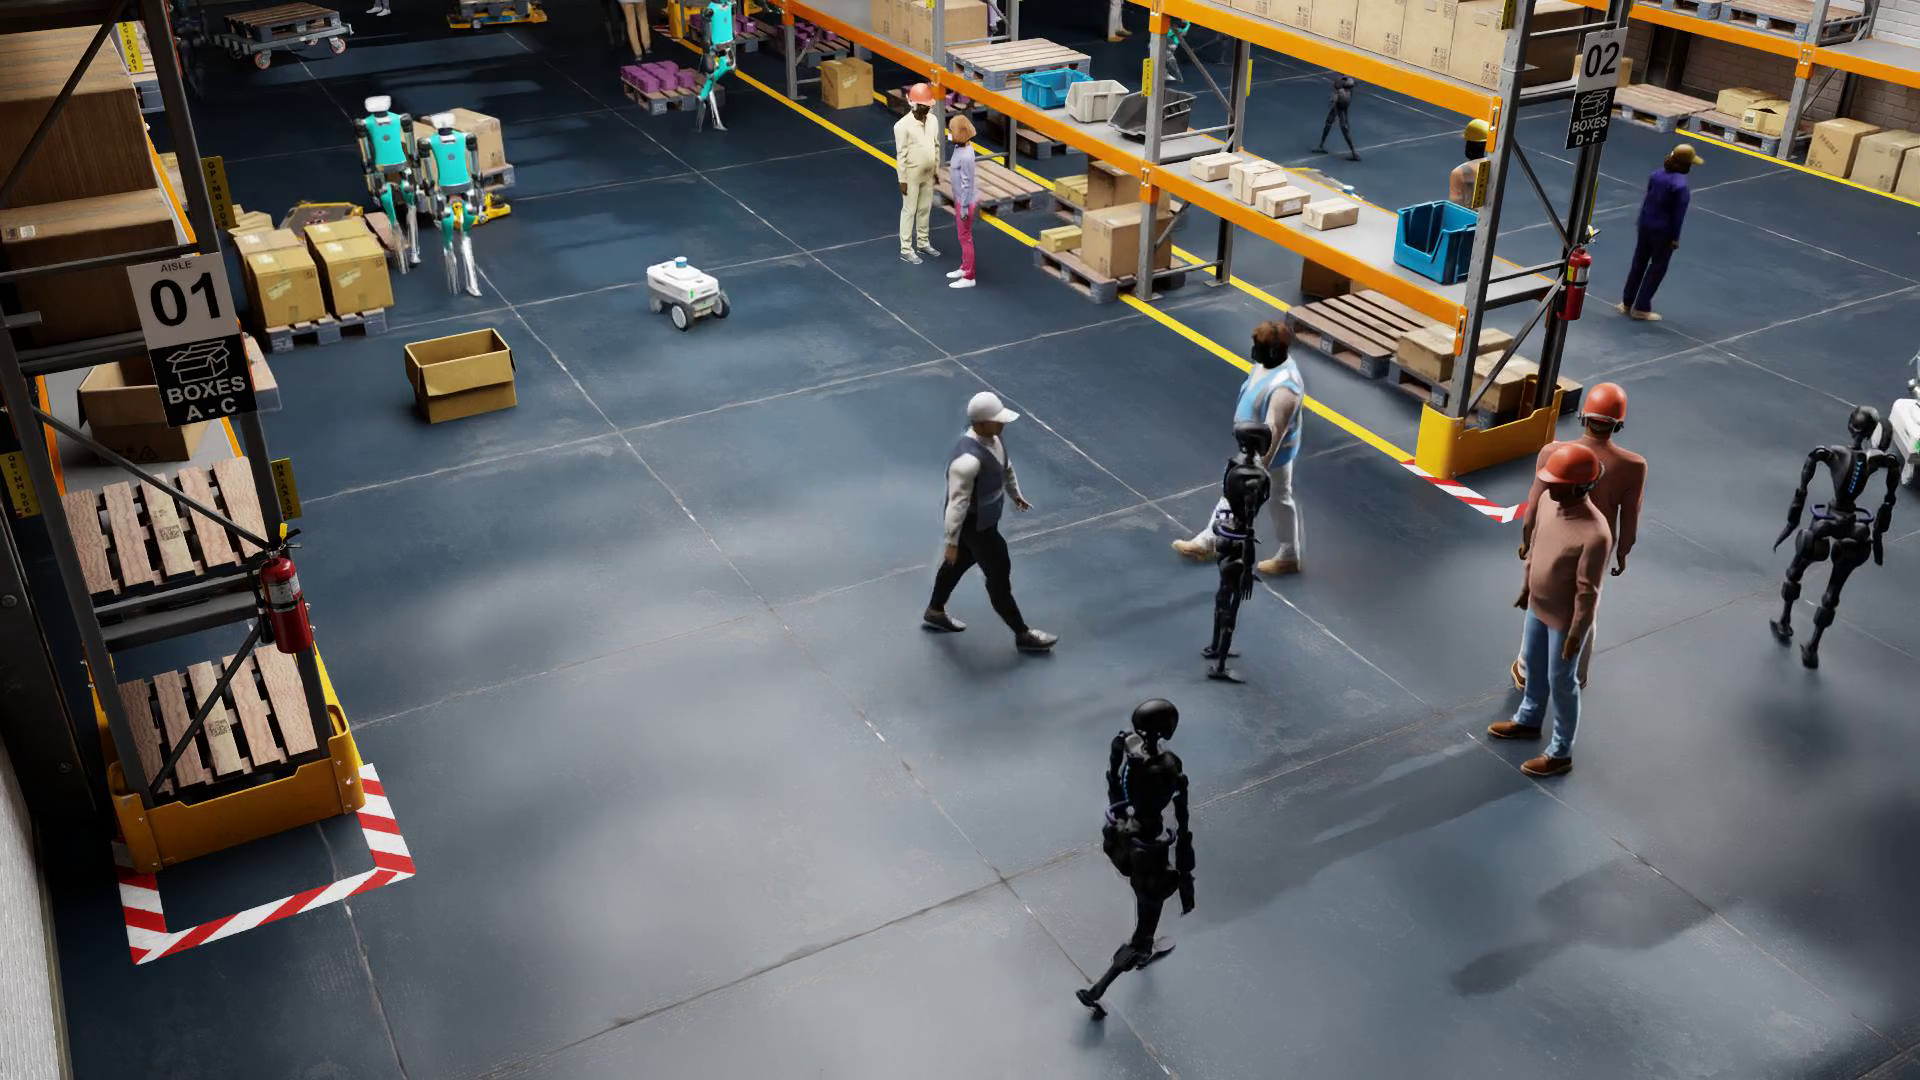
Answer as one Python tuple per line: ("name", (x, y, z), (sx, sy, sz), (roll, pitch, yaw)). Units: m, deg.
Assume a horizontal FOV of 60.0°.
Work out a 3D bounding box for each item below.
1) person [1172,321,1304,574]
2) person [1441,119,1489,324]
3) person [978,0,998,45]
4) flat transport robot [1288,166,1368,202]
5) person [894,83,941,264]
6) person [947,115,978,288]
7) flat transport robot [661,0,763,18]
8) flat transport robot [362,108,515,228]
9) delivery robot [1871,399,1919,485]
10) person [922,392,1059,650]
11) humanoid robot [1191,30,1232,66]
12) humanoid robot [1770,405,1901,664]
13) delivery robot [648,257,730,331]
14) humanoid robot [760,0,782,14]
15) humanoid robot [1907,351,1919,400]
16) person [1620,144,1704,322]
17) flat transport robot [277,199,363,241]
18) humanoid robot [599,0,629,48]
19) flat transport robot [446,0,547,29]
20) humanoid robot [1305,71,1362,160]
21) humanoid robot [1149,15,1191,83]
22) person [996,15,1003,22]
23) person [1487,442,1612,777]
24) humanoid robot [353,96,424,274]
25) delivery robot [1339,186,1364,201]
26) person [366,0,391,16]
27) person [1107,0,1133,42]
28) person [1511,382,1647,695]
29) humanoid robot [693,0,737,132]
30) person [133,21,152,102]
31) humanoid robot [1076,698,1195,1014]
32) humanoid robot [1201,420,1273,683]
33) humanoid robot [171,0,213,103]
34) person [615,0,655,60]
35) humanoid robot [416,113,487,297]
("person", (1.908, -0.578, 10.880), (0.860, 1.794, 0.634), (-2, 30, -4))
("person", (4.377, -2.690, 14.429), (0.593, 1.924, 0.375), (-17, 34, -27))
("person", (0.259, -6.756, 21.529), (0.406, 1.905, 0.650), (-24, 38, -35))
("flat transport robot", (3.764, -3.734, 17.909), (0.659, 0.231, 1.431), (-9, 31, -15))
("person", (-0.387, -3.553, 16.117), (0.342, 1.743, 0.554), (25, 38, 37))
("person", (0.022, -3.167, 15.562), (0.280, 1.628, 0.501), (-3, 30, -6))
("flat transport robot", (-3.846, -8.250, 25.770), (1.431, 0.231, 0.659), (-16, 33, -25))
("flat transport robot", (-5.510, -3.636, 17.740), (1.431, 0.231, 0.659), (22, 37, 34))
("delivery robot", (7.220, -0.773, 12.469), (0.499, 0.595, 0.781), (6, 30, 11))
("person", (0.166, -0.118, 10.156), (0.929, 1.707, 0.757), (9, 31, 16))
("humanoid robot", (3.529, -7.331, 22.774), (0.541, 1.640, 0.600), (11, 32, 19))
("humanoid robot", (5.319, -0.067, 10.121), (0.606, 1.639, 0.580), (7, 31, 13))
("delivery robot", (-2.497, -2.267, 15.049), (0.766, 0.575, 0.499), (26, 39, 38))
("humanoid robot", (-2.953, -8.886, 25.445), (0.780, 1.806, 0.537), (12, 32, 20))
("humanoid robot", (7.506, -1.533, 12.601), (0.671, 1.784, 0.545), (2, 30, 4))
("person", (6.269, -2.772, 14.892), (0.382, 1.607, 0.551), (-6, 30, -10))
("flat transport robot", (-6.523, -3.144, 16.882), (0.659, 0.231, 1.431), (-4, 30, -7))
("humanoid robot", (-5.020, -7.901, 23.762), (0.601, 1.643, 0.366), (-2, 30, -3))
("flat transport robot", (-7.063, -7.990, 25.318), (1.431, 0.231, 0.659), (-10, 31, -17))
("humanoid robot", (4.377, -5.186, 19.068), (0.703, 1.631, 0.613), (11, 32, 18))
("humanoid robot", (2.780, -6.842, 21.876), (0.778, 1.799, 0.536), (6, 30, 11))
("person", (0.153, -8.645, 24.929), (1.016, 1.790, 0.511), (-2, 30, -3))
("person", (3.219, 0.367, 9.063), (0.421, 1.982, 0.629), (-7, 31, -12))
("humanoid robot", (-5.400, -3.389, 15.885), (0.552, 1.825, 0.793), (-10, 31, -17))
("delivery robot", (3.906, -3.267, 16.821), (0.499, 0.606, 0.809), (-10, 31, -17))
("person", (-9.044, -8.911, 25.549), (0.283, 1.633, 0.499), (-26, 39, -37))
("person", (2.303, -8.173, 24.028), (0.542, 1.875, 0.586), (-6, 30, -10))
("person", (3.575, 0.013, 9.656), (0.622, 1.992, 0.388), (8, 31, 14))
("humanoid robot", (-3.004, -5.677, 19.943), (0.720, 1.903, 0.549), (20, 36, 31))
("person", (-10.346, -6.479, 21.033), (0.636, 1.913, 0.632), (-20, 35, -30))
("humanoid robot", (0.785, 1.409, 7.569), (0.689, 1.638, 0.599), (-18, 35, -28))
("humanoid robot", (1.668, 0.042, 9.908), (0.327, 1.657, 0.590), (1, 30, 2))
("humanoid robot", (-9.902, -6.459, 21.291), (0.594, 1.657, 0.658), (-16, 33, -25))
("person", (-4.567, -7.613, 23.212), (0.612, 1.707, 0.641), (-4, 30, -8))
("humanoid robot", (-4.656, -3.053, 15.321), (0.534, 1.863, 0.658), (-13, 33, -22))
